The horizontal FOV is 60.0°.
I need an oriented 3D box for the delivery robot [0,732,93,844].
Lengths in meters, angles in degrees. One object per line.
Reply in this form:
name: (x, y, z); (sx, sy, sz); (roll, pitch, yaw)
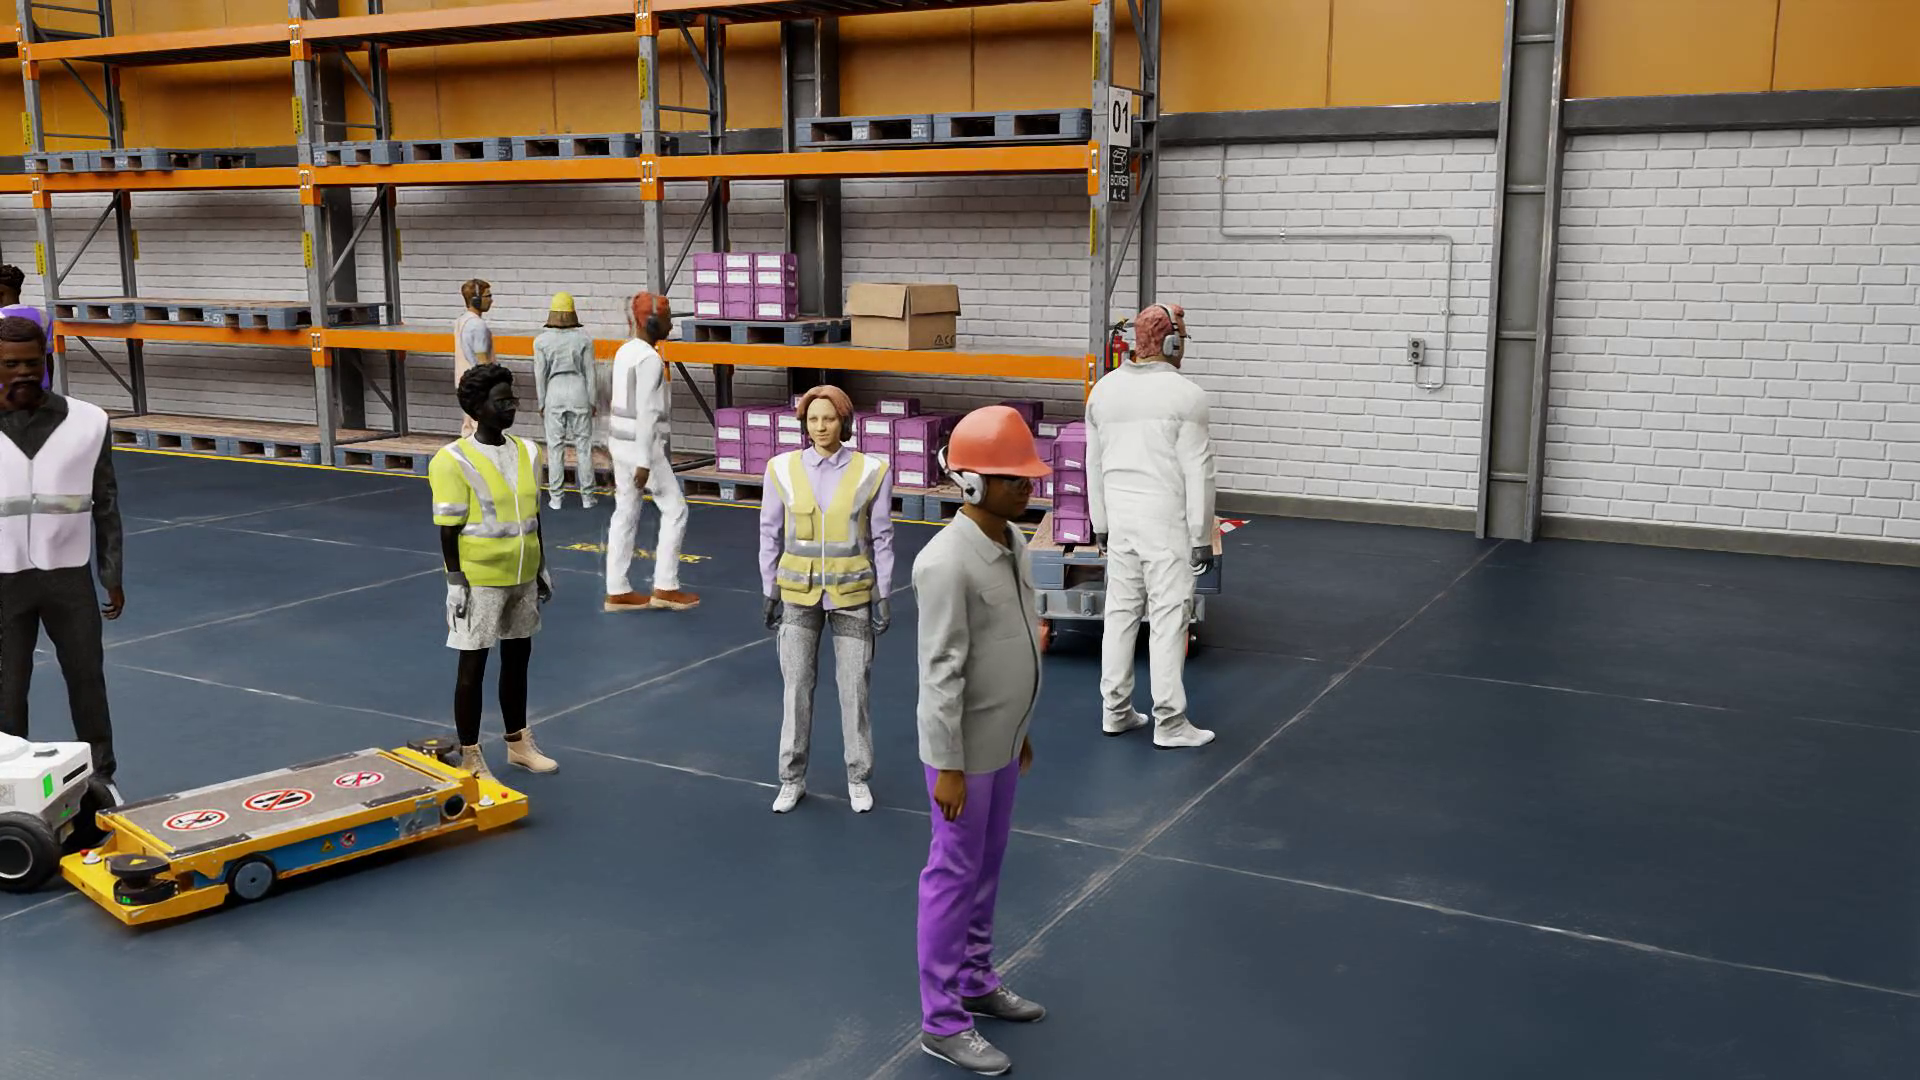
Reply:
delivery robot: (-3.394, 0.835, 5.712); (0.707, 0.478, 0.477); (0, 10, -2)

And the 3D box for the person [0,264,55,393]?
person: (-7.593, -1.232, 13.432); (0.367, 1.966, 0.606); (5, 11, 24)

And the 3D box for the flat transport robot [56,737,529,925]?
flat transport robot: (-2.333, 0.990, 5.898); (0.652, 0.197, 1.431); (10, 14, 43)

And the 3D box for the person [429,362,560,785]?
person: (-1.841, 0.146, 6.608); (0.318, 1.700, 0.535); (7, 12, 32)

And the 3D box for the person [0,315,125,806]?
person: (-3.406, 0.128, 6.146); (0.588, 1.909, 0.398); (-7, 13, -35)

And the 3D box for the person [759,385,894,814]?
person: (-0.505, 0.227, 6.322); (0.513, 1.642, 0.311); (0, 10, 1)

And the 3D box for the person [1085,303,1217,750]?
person: (0.846, -0.059, 7.162); (0.407, 1.906, 0.655); (-10, 14, -42)

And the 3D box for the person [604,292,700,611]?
person: (-1.802, -0.506, 9.715); (0.685, 1.860, 0.590); (-6, 12, -31)

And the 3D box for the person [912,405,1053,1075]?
person: (0.076, 0.514, 4.443); (0.342, 1.751, 0.563); (4, 11, 22)

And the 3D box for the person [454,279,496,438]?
person: (-3.969, -1.219, 13.691); (0.344, 1.845, 0.506); (-7, 13, -36)

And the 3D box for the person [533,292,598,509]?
person: (-3.172, -1.119, 13.422); (0.487, 1.744, 0.294); (-2, 11, -12)
